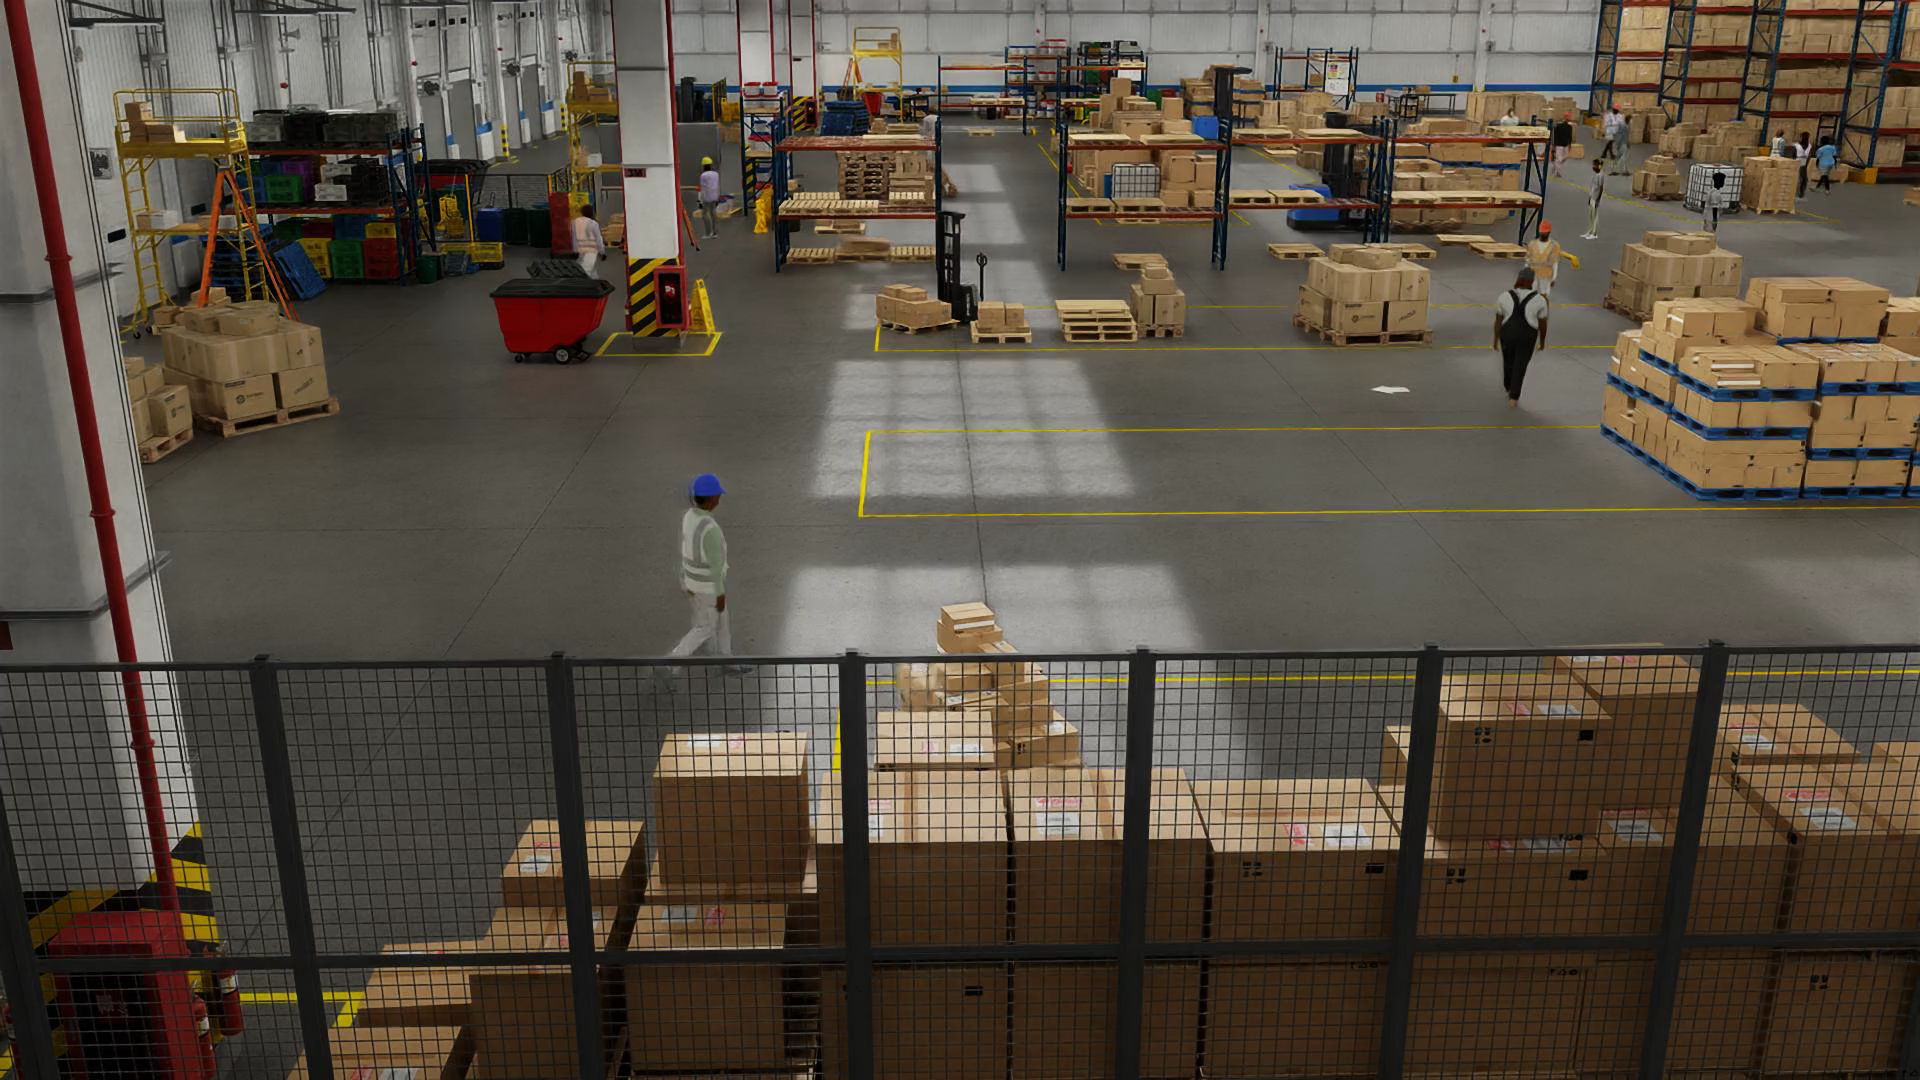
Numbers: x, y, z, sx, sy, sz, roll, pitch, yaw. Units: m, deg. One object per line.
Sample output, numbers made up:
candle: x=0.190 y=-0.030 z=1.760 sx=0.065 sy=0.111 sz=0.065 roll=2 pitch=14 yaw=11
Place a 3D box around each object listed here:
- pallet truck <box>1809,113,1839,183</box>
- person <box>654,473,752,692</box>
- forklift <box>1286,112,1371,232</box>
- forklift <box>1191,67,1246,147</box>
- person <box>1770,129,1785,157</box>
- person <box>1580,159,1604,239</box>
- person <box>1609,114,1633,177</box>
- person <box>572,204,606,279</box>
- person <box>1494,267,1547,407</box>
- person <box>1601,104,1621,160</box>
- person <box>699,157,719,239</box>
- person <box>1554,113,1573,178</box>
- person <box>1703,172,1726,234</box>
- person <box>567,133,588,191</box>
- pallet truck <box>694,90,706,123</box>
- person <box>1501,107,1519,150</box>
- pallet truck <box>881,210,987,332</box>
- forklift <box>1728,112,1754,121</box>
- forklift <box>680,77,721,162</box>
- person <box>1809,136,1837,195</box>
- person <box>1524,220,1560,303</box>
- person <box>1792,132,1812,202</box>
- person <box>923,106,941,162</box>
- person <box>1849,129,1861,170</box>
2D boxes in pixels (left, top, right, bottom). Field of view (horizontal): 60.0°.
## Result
pallet truck: x=26.403 y=-11.957 z=50.702 sx=0.823 sy=1.965 sz=1.885 roll=6 pitch=19 yaw=16
person: x=-2.254 y=0.366 z=14.285 sx=0.884 sy=1.920 sz=0.625 roll=-9 pitch=21 yaw=-26
forklift: x=9.035 y=-8.960 z=40.452 sx=1.873 sy=2.768 sz=1.129 roll=-1 pitch=19 yaw=-1
forklift: x=9.517 y=-15.894 z=61.023 sx=1.873 sy=2.768 sz=1.129 roll=-1 pitch=19 yaw=-2
person: x=24.450 y=-11.467 z=49.802 sx=0.309 sy=1.641 sz=0.514 roll=-5 pitch=19 yaw=-15
person: x=15.009 y=-8.066 z=39.361 sx=0.313 sy=1.866 sz=0.538 roll=0 pitch=19 yaw=0
person: x=20.785 y=-12.314 z=51.891 sx=0.867 sy=1.902 sz=0.653 roll=10 pitch=21 yaw=28
person: x=-7.152 y=-5.571 z=32.094 sx=0.635 sy=1.794 sz=0.984 roll=12 pitch=22 yaw=31
person: x=8.077 y=-2.968 z=23.971 sx=0.697 sy=2.000 sz=1.036 roll=9 pitch=21 yaw=26
person: x=22.278 y=-13.950 z=56.817 sx=0.544 sy=1.879 sz=1.010 roll=-4 pitch=19 yaw=-12
person: x=-5.937 y=-8.084 z=39.330 sx=0.373 sy=1.928 sz=0.600 roll=13 pitch=22 yaw=33
person: x=18.718 y=-12.297 z=51.751 sx=0.636 sy=1.976 sz=0.531 roll=-5 pitch=19 yaw=-13
person: x=16.207 y=-6.923 z=35.817 sx=0.365 sy=1.965 sz=0.608 roll=4 pitch=19 yaw=10
person: x=-10.558 y=-10.345 z=46.117 sx=0.599 sy=1.880 sz=0.979 roll=3 pitch=19 yaw=9
pallet truck: x=-9.671 y=-15.907 z=62.421 sx=0.823 sy=1.965 sz=1.885 roll=5 pitch=19 yaw=15
person: x=18.041 y=-13.289 z=54.765 sx=0.627 sy=1.927 sz=0.601 roll=-5 pitch=19 yaw=-15
pallet truck: x=-0.493 y=-4.759 z=29.349 sx=1.885 sy=1.965 sz=0.823 roll=-13 pitch=23 yaw=-34
forklift: x=28.682 y=-15.409 z=59.582 sx=1.873 sy=2.768 sz=1.129 roll=-1 pitch=19 yaw=-1
forklift: x=-8.944 y=-13.866 z=55.007 sx=1.873 sy=2.768 sz=1.129 roll=-1 pitch=19 yaw=-1
person: x=24.747 y=-10.713 z=47.554 sx=0.577 sy=1.631 sz=0.864 roll=-4 pitch=19 yaw=-12
person: x=10.117 y=-4.617 z=29.043 sx=0.561 sy=1.924 sz=0.407 roll=11 pitch=21 yaw=29
person: x=23.250 y=-10.293 z=45.926 sx=0.585 sy=1.900 sz=0.741 roll=-3 pitch=19 yaw=-10
person: x=-0.927 y=-13.215 z=54.523 sx=0.636 sy=1.939 sz=0.358 roll=-10 pitch=21 yaw=-28
person: x=29.149 y=-12.932 z=53.833 sx=0.625 sy=1.847 sz=0.429 roll=-3 pitch=19 yaw=-10
